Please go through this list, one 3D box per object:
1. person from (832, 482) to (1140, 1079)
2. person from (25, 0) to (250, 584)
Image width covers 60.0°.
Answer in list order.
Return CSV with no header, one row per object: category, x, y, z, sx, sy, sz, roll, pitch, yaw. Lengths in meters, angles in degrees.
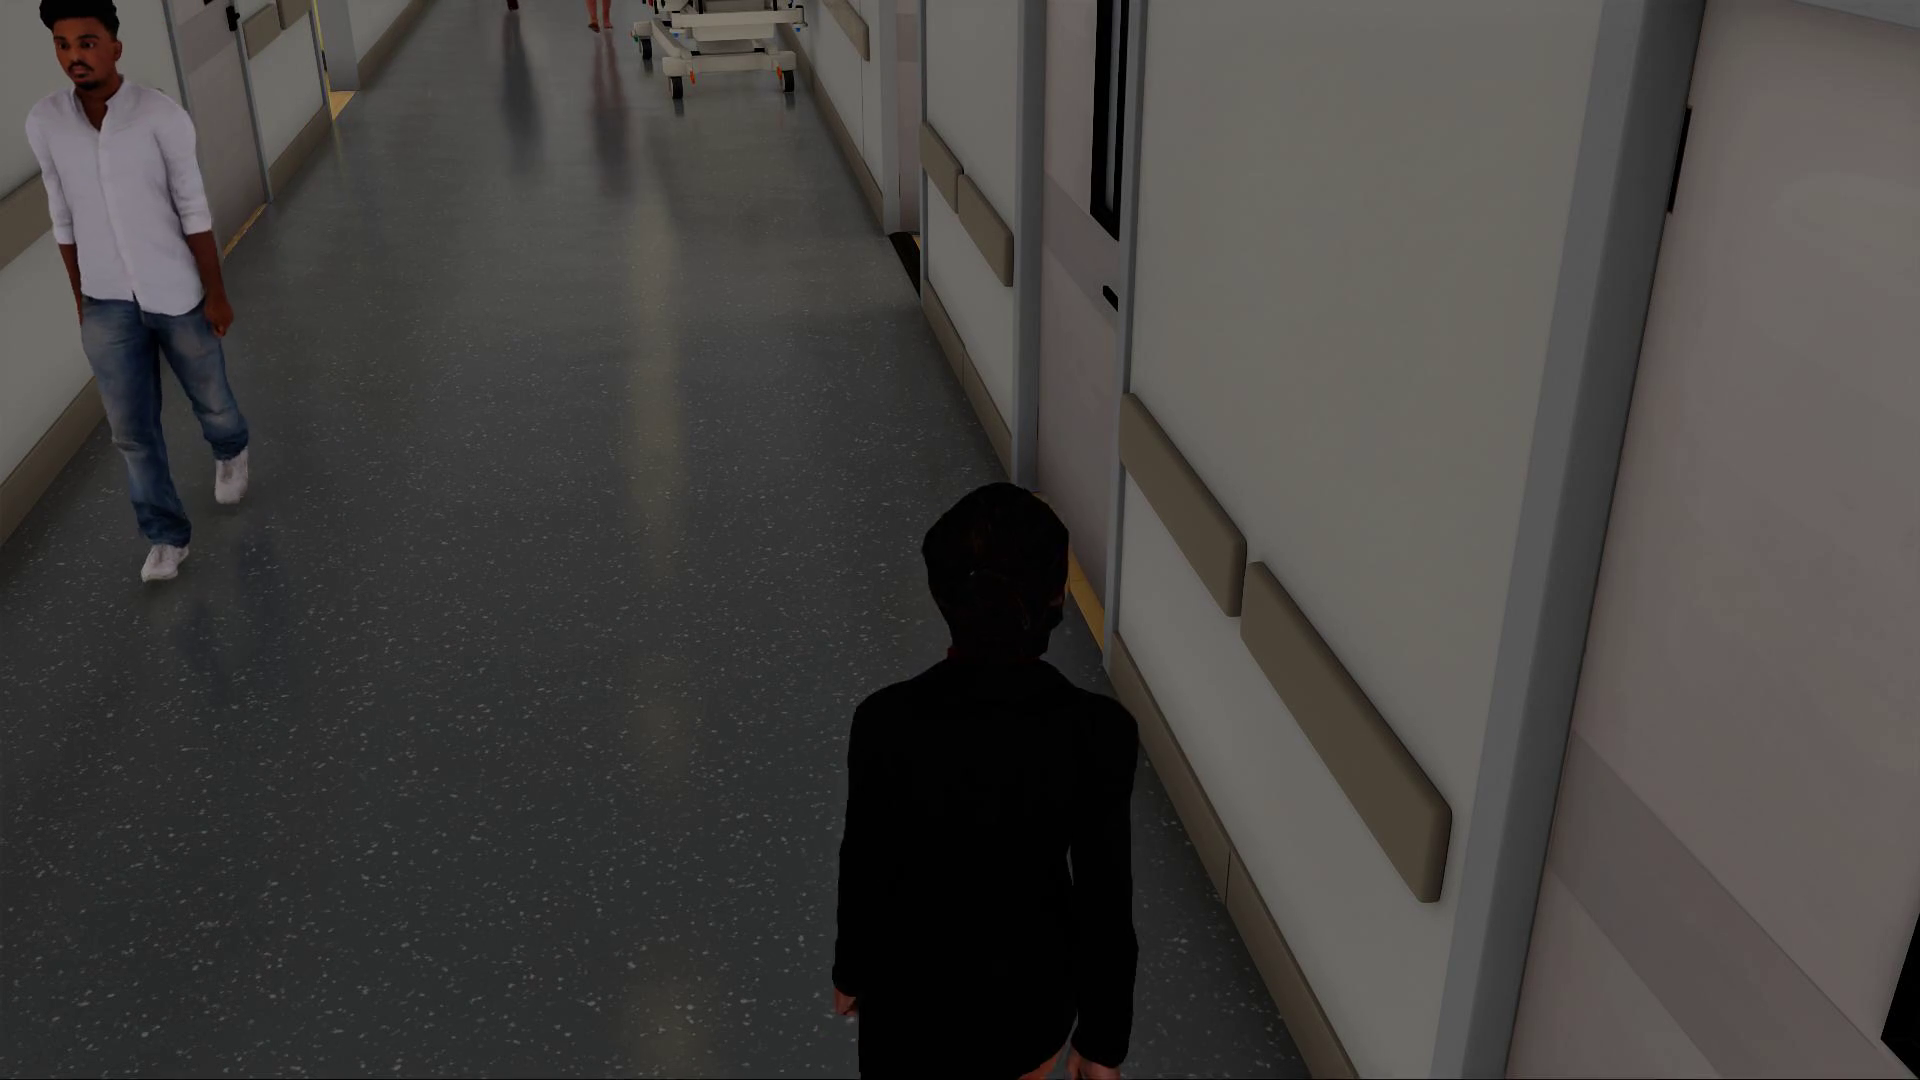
person,0.026,0.730,2.298,0.946,1.600,0.617,-5,26,-10
person,-2.574,-0.832,5.330,1.077,1.781,0.715,-5,26,-10
